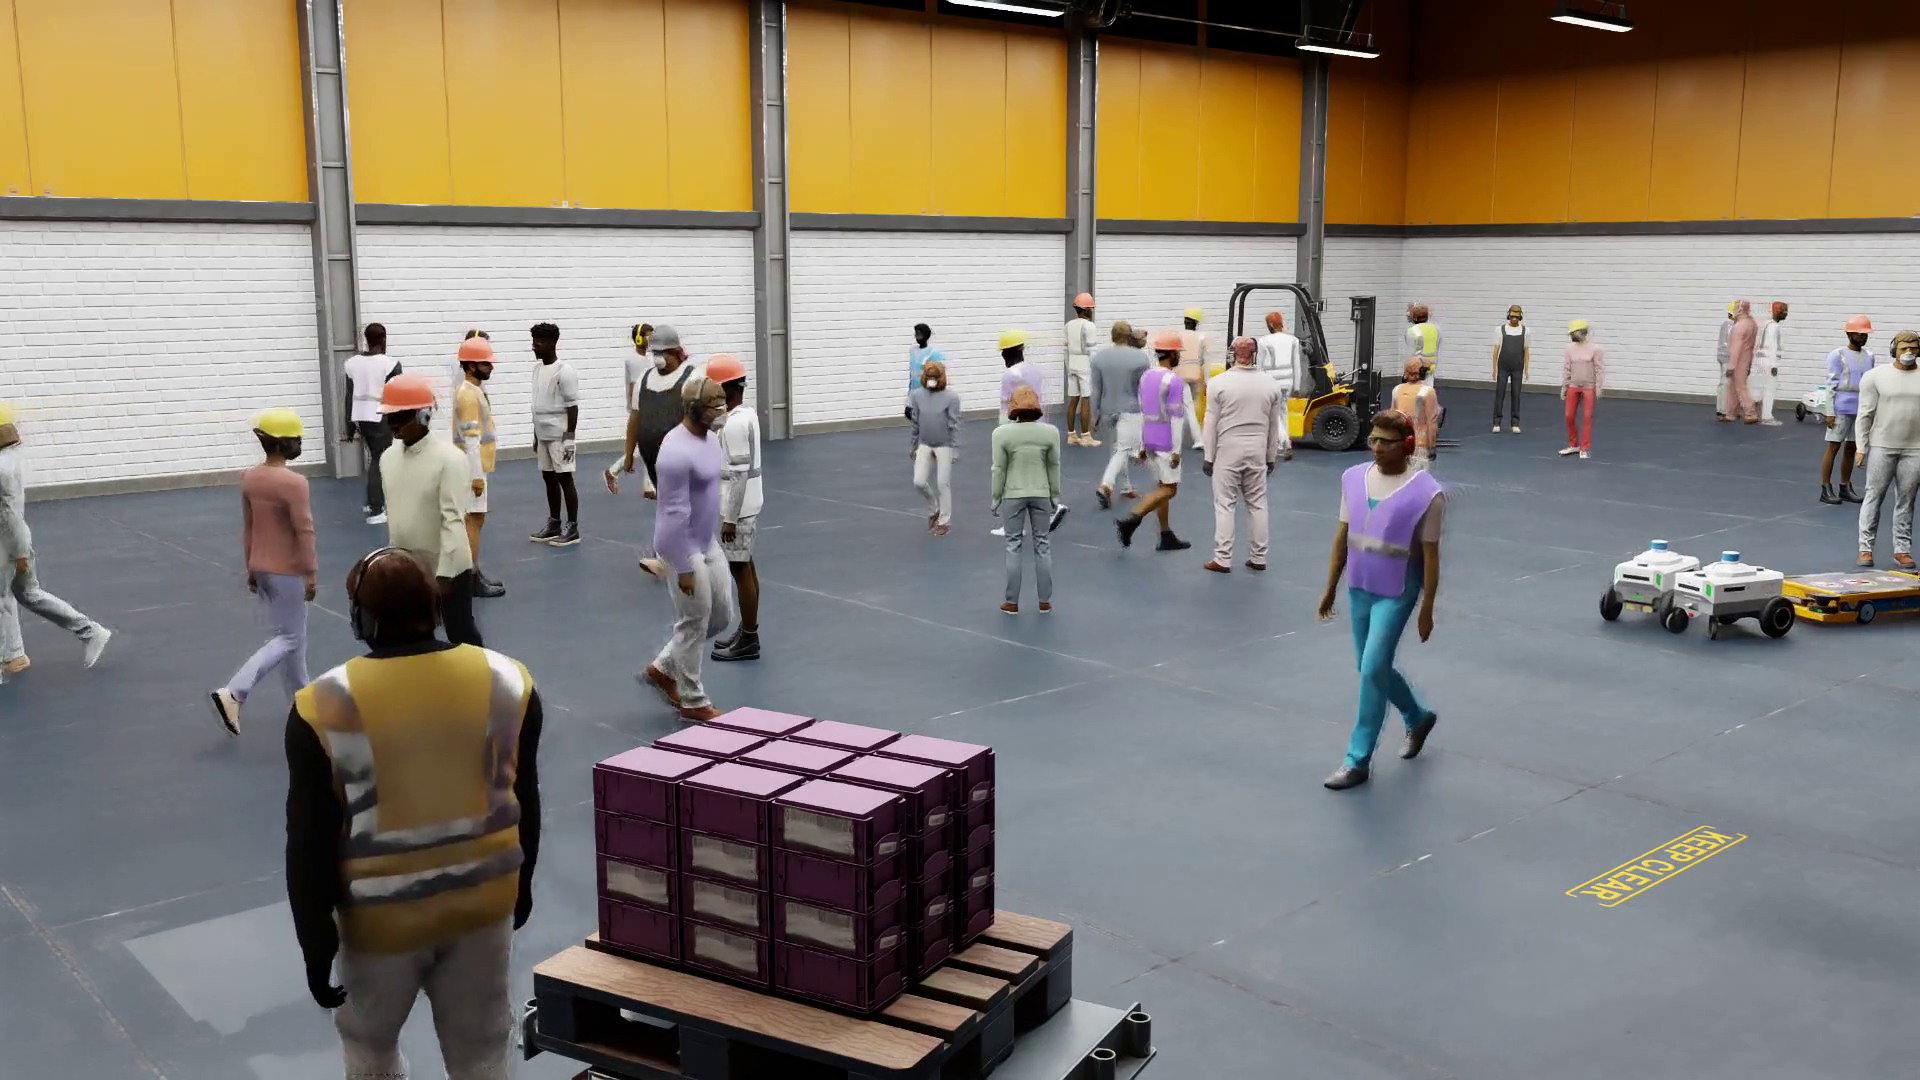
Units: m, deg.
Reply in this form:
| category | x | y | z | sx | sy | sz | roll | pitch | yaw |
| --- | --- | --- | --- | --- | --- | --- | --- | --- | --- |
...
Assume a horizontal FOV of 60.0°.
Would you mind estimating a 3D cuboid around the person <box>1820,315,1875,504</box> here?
| category | x | y | z | sx | sy | sz | roll | pitch | yaw |
| --- | --- | --- | --- | --- | --- | --- | --- | --- | --- |
| person | 9.119 | -1.331 | 17.034 | 0.543 | 1.939 | 0.360 | -3 | 10 | -15 |

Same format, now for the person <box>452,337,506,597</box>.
| category | x | y | z | sx | sy | sz | roll | pitch | yaw |
| --- | --- | --- | --- | --- | --- | --- | --- | --- | --- |
| person | -3.592 | -0.544 | 12.427 | 0.372 | 1.934 | 0.551 | -3 | 10 | -17 |

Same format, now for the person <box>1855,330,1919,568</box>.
| category | x | y | z | sx | sy | sz | roll | pitch | yaw |
| --- | --- | --- | --- | --- | --- | --- | --- | --- | --- |
| person | 7.637 | -0.738 | 13.555 | 0.636 | 1.938 | 0.358 | 2 | 10 | 14 |

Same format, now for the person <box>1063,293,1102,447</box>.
| category | x | y | z | sx | sy | sz | roll | pitch | yaw |
| --- | --- | --- | --- | --- | --- | --- | --- | --- | --- |
| person | 1.637 | -2.258 | 22.147 | 0.379 | 2.045 | 0.605 | -7 | 12 | -36 |

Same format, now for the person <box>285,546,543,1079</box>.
| category | x | y | z | sx | sy | sz | roll | pitch | yaw |
| --- | --- | --- | --- | --- | --- | --- | --- | --- | --- |
| person | -1.349 | 0.921 | 4.174 | 0.642 | 1.824 | 0.486 | -6 | 11 | -30 |

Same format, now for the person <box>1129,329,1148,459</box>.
| category | x | y | z | sx | sy | sz | roll | pitch | yaw |
| --- | --- | --- | --- | --- | --- | --- | --- | --- | --- |
| person | 2.238 | -1.806 | 20.697 | 0.433 | 1.623 | 0.538 | 4 | 10 | 20 |

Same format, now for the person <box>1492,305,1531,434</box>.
| category | x | y | z | sx | sy | sz | roll | pitch | yaw |
| --- | --- | --- | --- | --- | --- | --- | --- | --- | --- |
| person | 7.884 | -2.438 | 23.803 | 0.504 | 1.840 | 0.345 | 2 | 10 | 10 |

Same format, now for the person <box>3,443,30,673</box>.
| category | x | y | z | sx | sy | sz | roll | pitch | yaw |
| --- | --- | --- | --- | --- | --- | --- | --- | --- | --- |
| person | -5.980 | -0.086 | 10.025 | 0.624 | 1.845 | 0.430 | -4 | 11 | -25 |

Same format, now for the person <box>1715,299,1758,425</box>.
| category | x | y | z | sx | sy | sz | roll | pitch | yaw |
| --- | --- | --- | --- | --- | --- | --- | --- | --- | --- |
| person | 11.790 | -2.673 | 25.122 | 0.551 | 1.927 | 0.668 | 8 | 13 | 39 |

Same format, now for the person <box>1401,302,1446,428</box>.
| category | x | y | z | sx | sy | sz | roll | pitch | yaw |
| --- | --- | --- | --- | --- | --- | --- | --- | --- | --- |
| person | 6.594 | -2.441 | 23.680 | 0.685 | 1.889 | 0.657 | 1 | 10 | 6 |

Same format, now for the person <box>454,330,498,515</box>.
| category | x | y | z | sx | sy | sz | roll | pitch | yaw |
| --- | --- | --- | --- | --- | --- | --- | --- | --- | --- |
| person | -4.765 | -1.137 | 16.255 | 0.377 | 1.832 | 0.622 | -9 | 13 | -42 |

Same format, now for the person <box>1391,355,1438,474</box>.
| category | x | y | z | sx | sy | sz | roll | pitch | yaw |
| --- | --- | --- | --- | --- | --- | --- | --- | --- | --- |
| person | 4.104 | -0.849 | 15.076 | 0.314 | 1.642 | 0.514 | -6 | 11 | -32 |

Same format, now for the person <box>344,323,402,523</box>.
| category | x | y | z | sx | sy | sz | roll | pitch | yaw |
| --- | --- | --- | --- | --- | --- | --- | --- | --- | --- |
| person | -5.558 | -1.116 | 15.901 | 0.585 | 1.901 | 0.592 | 4 | 10 | 22 |

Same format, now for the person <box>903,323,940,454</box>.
| category | x | y | z | sx | sy | sz | roll | pitch | yaw |
| --- | --- | --- | --- | --- | --- | --- | --- | --- | --- |
| person | -0.482 | -1.924 | 21.215 | 0.554 | 1.684 | 0.366 | 9 | 13 | 44 |

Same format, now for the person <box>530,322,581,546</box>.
| category | x | y | z | sx | sy | sz | roll | pitch | yaw |
| --- | --- | --- | --- | --- | --- | --- | --- | --- | --- |
| person | -3.574 | -0.931 | 14.609 | 0.362 | 1.963 | 0.614 | -9 | 13 | -43 |

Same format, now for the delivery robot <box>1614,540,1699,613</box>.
| category | x | y | z | sx | sy | sz | roll | pitch | yaw |
| --- | --- | --- | --- | --- | --- | --- | --- | --- | --- |
| delivery robot | 4.854 | 0.244 | 11.579 | 0.477 | 0.478 | 0.707 | 10 | 14 | 44 |

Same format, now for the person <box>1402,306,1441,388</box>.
| category | x | y | z | sx | sy | sz | roll | pitch | yaw |
| --- | --- | --- | --- | --- | --- | --- | --- | --- | --- |
| person | 6.433 | -2.355 | 23.320 | 0.624 | 1.841 | 0.430 | -6 | 11 | -31 |

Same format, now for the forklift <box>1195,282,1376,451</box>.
| category | x | y | z | sx | sy | sz | roll | pitch | yaw |
| --- | --- | --- | --- | --- | --- | --- | --- | --- | --- |
| forklift | 4.328 | -2.346 | 22.227 | 2.313 | 2.155 | 1.214 | 3 | 10 | 16 |

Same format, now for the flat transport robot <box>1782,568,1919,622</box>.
| category | x | y | z | sx | sy | sz | roll | pitch | yaw |
| --- | --- | --- | --- | --- | --- | --- | --- | --- | --- |
| flat transport robot | 6.449 | 0.385 | 11.858 | 1.431 | 0.197 | 0.652 | -3 | 10 | -19 |

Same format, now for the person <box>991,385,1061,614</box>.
| category | x | y | z | sx | sy | sz | roll | pitch | yaw |
| --- | --- | --- | --- | --- | --- | --- | --- | --- | --- |
| person | 0.465 | -0.283 | 11.787 | 0.497 | 1.633 | 0.288 | -2 | 10 | -9 |

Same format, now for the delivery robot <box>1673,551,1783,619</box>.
| category | x | y | z | sx | sy | sz | roll | pitch | yaw |
| --- | --- | --- | --- | --- | --- | --- | --- | --- | --- |
| delivery robot | 5.143 | 0.320 | 11.138 | 0.707 | 0.478 | 0.477 | -4 | 11 | -22 |

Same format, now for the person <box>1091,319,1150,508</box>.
| category | x | y | z | sx | sy | sz | roll | pitch | yaw |
| --- | --- | --- | --- | --- | --- | --- | --- | --- | --- |
| person | 1.610 | -1.287 | 16.909 | 0.635 | 1.911 | 0.967 | 6 | 12 | 33 |

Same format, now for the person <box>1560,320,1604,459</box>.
| category | x | y | z | sx | sy | sz | roll | pitch | yaw |
| --- | --- | --- | --- | --- | --- | --- | --- | --- | --- |
| person | 7.857 | -1.893 | 20.954 | 0.369 | 1.729 | 0.567 | -7 | 12 | -37 |

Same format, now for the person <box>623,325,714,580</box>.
| category | x | y | z | sx | sy | sz | roll | pitch | yaw |
| --- | --- | --- | --- | --- | --- | --- | --- | --- | --- |
| person | -2.360 | -0.720 | 13.153 | 0.707 | 2.000 | 1.002 | 5 | 11 | 26 |

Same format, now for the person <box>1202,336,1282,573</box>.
| category | x | y | z | sx | sy | sz | roll | pitch | yaw |
| --- | --- | --- | --- | --- | --- | --- | --- | --- | --- |
| person | 2.252 | -0.688 | 13.409 | 0.643 | 1.899 | 0.396 | -3 | 10 | -17 |

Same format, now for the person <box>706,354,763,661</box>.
| category | x | y | z | sx | sy | sz | roll | pitch | yaw |
| --- | --- | --- | --- | --- | --- | --- | --- | --- | --- |
| person | -1.426 | -0.202 | 10.451 | 0.369 | 1.929 | 0.542 | 0 | 10 | -2 |

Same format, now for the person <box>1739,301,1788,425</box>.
| category | x | y | z | sx | sy | sz | roll | pitch | yaw |
| --- | --- | --- | --- | --- | --- | --- | --- | --- | --- |
| person | 12.132 | -2.664 | 25.060 | 0.563 | 1.869 | 0.583 | 5 | 11 | 29 |

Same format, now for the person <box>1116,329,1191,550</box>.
| category | x | y | z | sx | sy | sz | roll | pitch | yaw |
| --- | --- | --- | --- | --- | --- | --- | --- | --- | --- |
| person | 1.643 | -0.826 | 14.140 | 0.769 | 1.920 | 0.549 | -5 | 11 | -28 |

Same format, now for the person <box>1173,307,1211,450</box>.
| category | x | y | z | sx | sy | sz | roll | pitch | yaw |
| --- | --- | --- | --- | --- | --- | --- | --- | --- | --- |
| person | 3.003 | -2.125 | 21.929 | 0.552 | 1.857 | 0.922 | -1 | 10 | -7 |

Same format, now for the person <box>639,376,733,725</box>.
| category | x | y | z | sx | sy | sz | roll | pitch | yaw |
| --- | --- | --- | --- | --- | --- | --- | --- | --- | --- |
| person | -1.465 | 0.072 | 8.915 | 0.512 | 1.912 | 0.645 | 2 | 10 | 14 |

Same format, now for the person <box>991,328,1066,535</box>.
| category | x | y | z | sx | sy | sz | roll | pitch | yaw |
| --- | --- | --- | --- | --- | --- | --- | --- | --- | --- |
| person | 0.596 | -0.956 | 14.981 | 0.607 | 1.898 | 0.613 | 6 | 11 | 30 |

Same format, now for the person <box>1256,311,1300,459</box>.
| category | x | y | z | sx | sy | sz | roll | pitch | yaw |
| --- | --- | --- | --- | --- | --- | --- | --- | --- | --- |
| person | 4.018 | -1.927 | 20.769 | 0.583 | 1.858 | 0.727 | -4 | 11 | -23 |

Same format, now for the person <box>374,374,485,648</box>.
| category | x | y | z | sx | sy | sz | roll | pitch | yaw |
| --- | --- | --- | --- | --- | --- | --- | --- | --- | --- |
| person | -2.738 | 0.151 | 8.338 | 0.613 | 1.942 | 1.008 | 5 | 11 | 25 |

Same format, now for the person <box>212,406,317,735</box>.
| category | x | y | z | sx | sy | sz | roll | pitch | yaw |
| --- | --- | --- | --- | --- | --- | --- | --- | --- | --- |
| person | -3.684 | 0.164 | 8.865 | 0.530 | 1.744 | 0.727 | 7 | 12 | 35 |

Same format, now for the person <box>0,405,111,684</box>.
| category | x | y | z | sx | sy | sz | roll | pitch | yaw |
| --- | --- | --- | --- | --- | --- | --- | --- | --- | --- |
| person | -5.574 | 0.006 | 9.888 | 0.809 | 1.713 | 0.491 | -6 | 11 | -30 |

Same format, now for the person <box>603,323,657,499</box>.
| category | x | y | z | sx | sy | sz | roll | pitch | yaw |
| --- | --- | --- | --- | --- | --- | --- | --- | --- | --- |
| person | -3.364 | -1.319 | 17.226 | 0.606 | 1.852 | 0.530 | 2 | 10 | 12 |

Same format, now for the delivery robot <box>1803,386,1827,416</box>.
| category | x | y | z | sx | sy | sz | roll | pitch | yaw |
| --- | --- | --- | --- | --- | --- | --- | --- | --- | --- |
| delivery robot | 13.106 | -2.101 | 25.311 | 0.477 | 0.478 | 0.707 | 2 | 10 | 10 |

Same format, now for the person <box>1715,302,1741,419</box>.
| category | x | y | z | sx | sy | sz | roll | pitch | yaw |
| --- | --- | --- | --- | --- | --- | --- | --- | --- | --- |
| person | 12.032 | -2.802 | 25.948 | 0.404 | 1.834 | 0.591 | 2 | 10 | 12 |

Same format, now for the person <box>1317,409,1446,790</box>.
| category | x | y | z | sx | sy | sz | roll | pitch | yaw |
| --- | --- | --- | --- | --- | --- | --- | --- | --- | --- |
| person | 2.087 | 0.257 | 8.085 | 0.859 | 1.819 | 0.581 | -6 | 12 | -33 |

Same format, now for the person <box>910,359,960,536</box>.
| category | x | y | z | sx | sy | sz | roll | pitch | yaw |
| --- | --- | --- | --- | --- | --- | --- | --- | --- | --- |
| person | -0.222 | -0.833 | 15.055 | 0.532 | 1.613 | 0.359 | 5 | 11 | 25 |
